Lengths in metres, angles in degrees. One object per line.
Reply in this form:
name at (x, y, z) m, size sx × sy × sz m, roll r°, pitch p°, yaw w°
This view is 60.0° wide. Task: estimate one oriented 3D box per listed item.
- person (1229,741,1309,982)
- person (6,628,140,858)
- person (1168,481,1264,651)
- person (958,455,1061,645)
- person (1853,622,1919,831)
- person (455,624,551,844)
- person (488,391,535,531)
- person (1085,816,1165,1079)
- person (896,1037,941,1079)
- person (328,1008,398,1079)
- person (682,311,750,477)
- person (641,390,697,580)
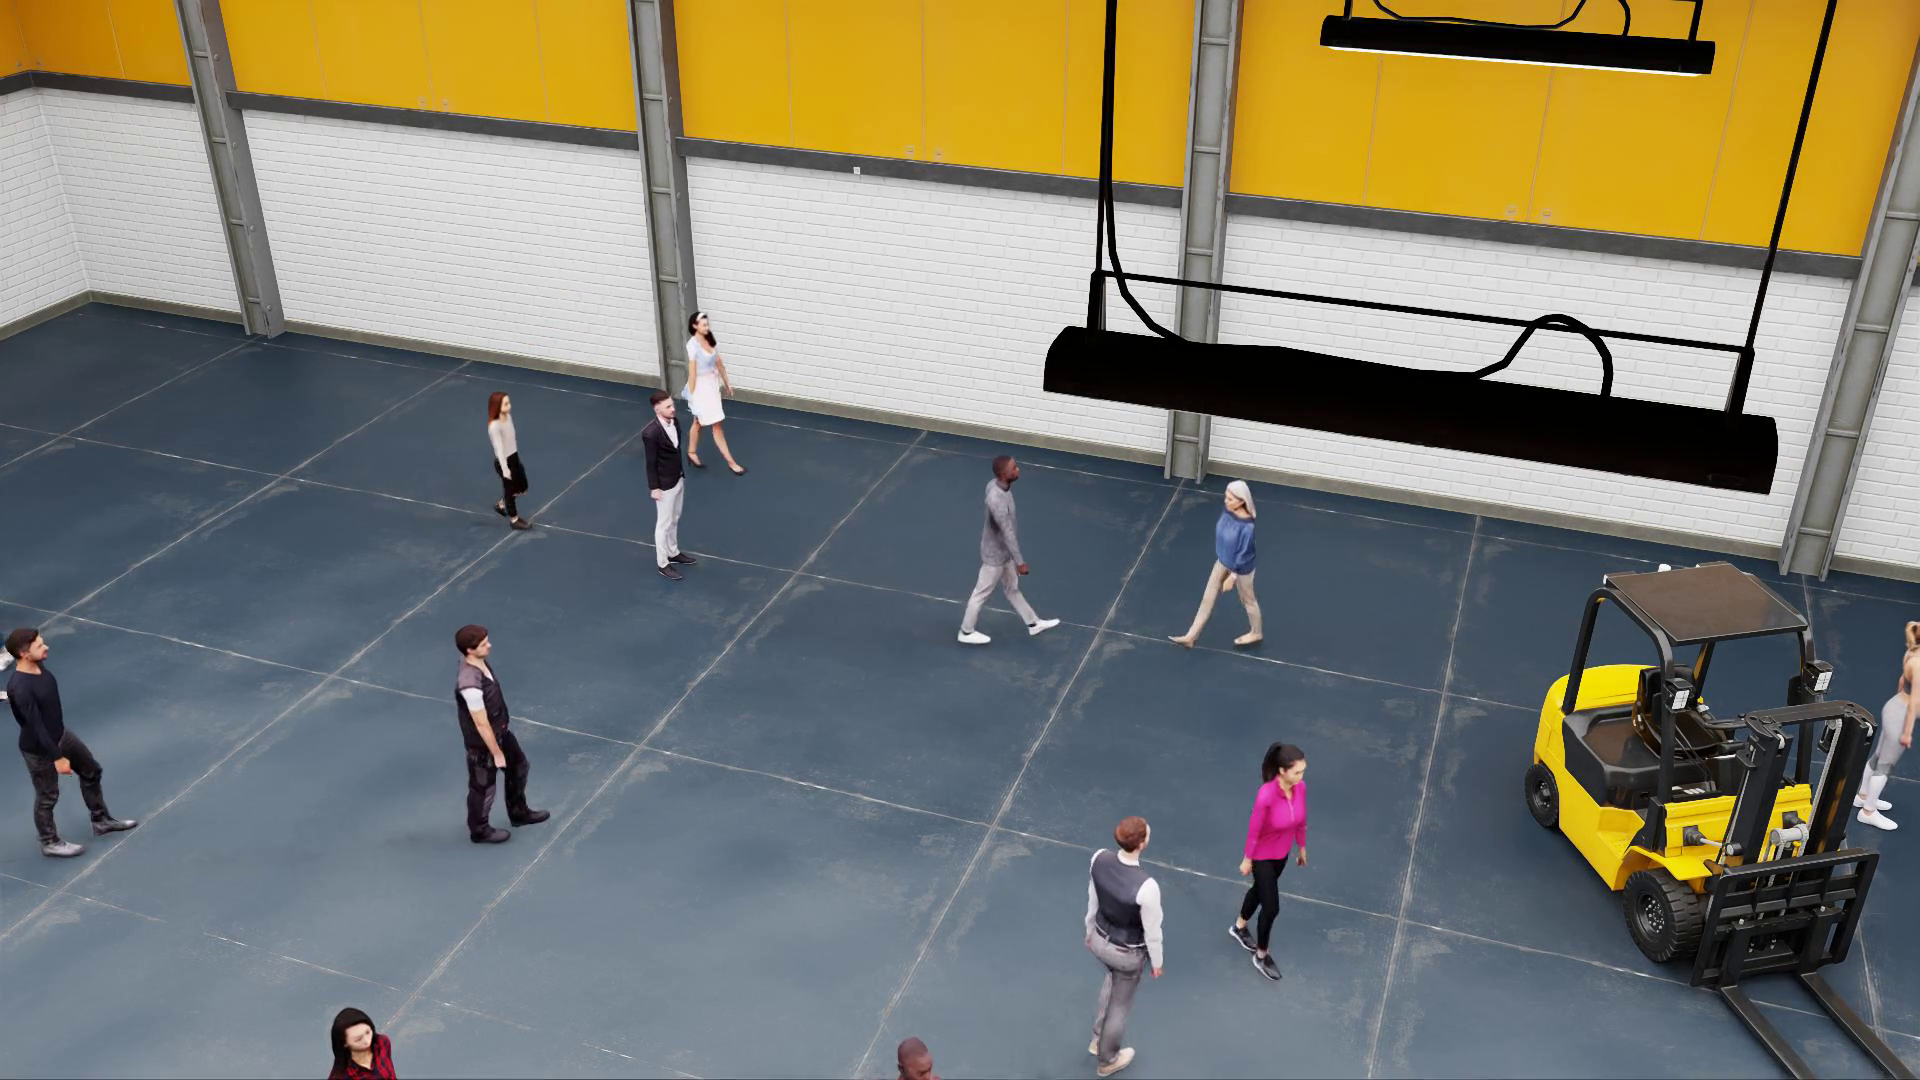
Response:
person at (1.980, 2.013, 10.964) m, size 0.834 × 1.678 × 0.930 m, roll -18°, pitch 33°, yaw -29°
person at (-6.570, 1.472, 11.782) m, size 0.983 × 1.844 × 0.874 m, roll -3°, pitch 29°, yaw -6°
person at (2.444, 0.243, 14.240) m, size 1.167 × 1.649 × 1.076 m, roll -10°, pitch 30°, yaw -18°
person at (0.215, 0.126, 14.299) m, size 1.212 × 1.796 × 0.907 m, roll 3°, pitch 29°, yaw 5°
person at (6.901, 1.319, 12.210) m, size 0.522 × 1.703 × 0.550 m, roll 11°, pitch 30°, yaw 19°
person at (-3.497, 1.411, 11.909) m, size 0.960 × 1.830 × 0.878 m, roll -4°, pitch 29°, yaw -7°
person at (-4.488, -0.764, 16.266) m, size 0.658 × 1.476 × 0.584 m, roll 6°, pitch 29°, yaw 10°
person at (0.891, 2.455, 9.895) m, size 0.836 × 1.924 × 0.717 m, roll -24°, pitch 36°, yaw -36°
person at (-0.345, 3.213, 8.695) m, size 0.849 × 1.745 × 0.968 m, roll -20°, pitch 35°, yaw -32°
person at (-3.165, 3.146, 8.909) m, size 0.505 × 1.657 × 0.579 m, roll 11°, pitch 30°, yaw 19°
person at (-2.746, -1.539, 17.363) m, size 1.062 × 1.785 × 0.674 m, roll 11°, pitch 30°, yaw 19°
person at (-2.734, -0.554, 15.498) m, size 0.530 × 1.843 × 0.652 m, roll 11°, pitch 30°, yaw 19°
